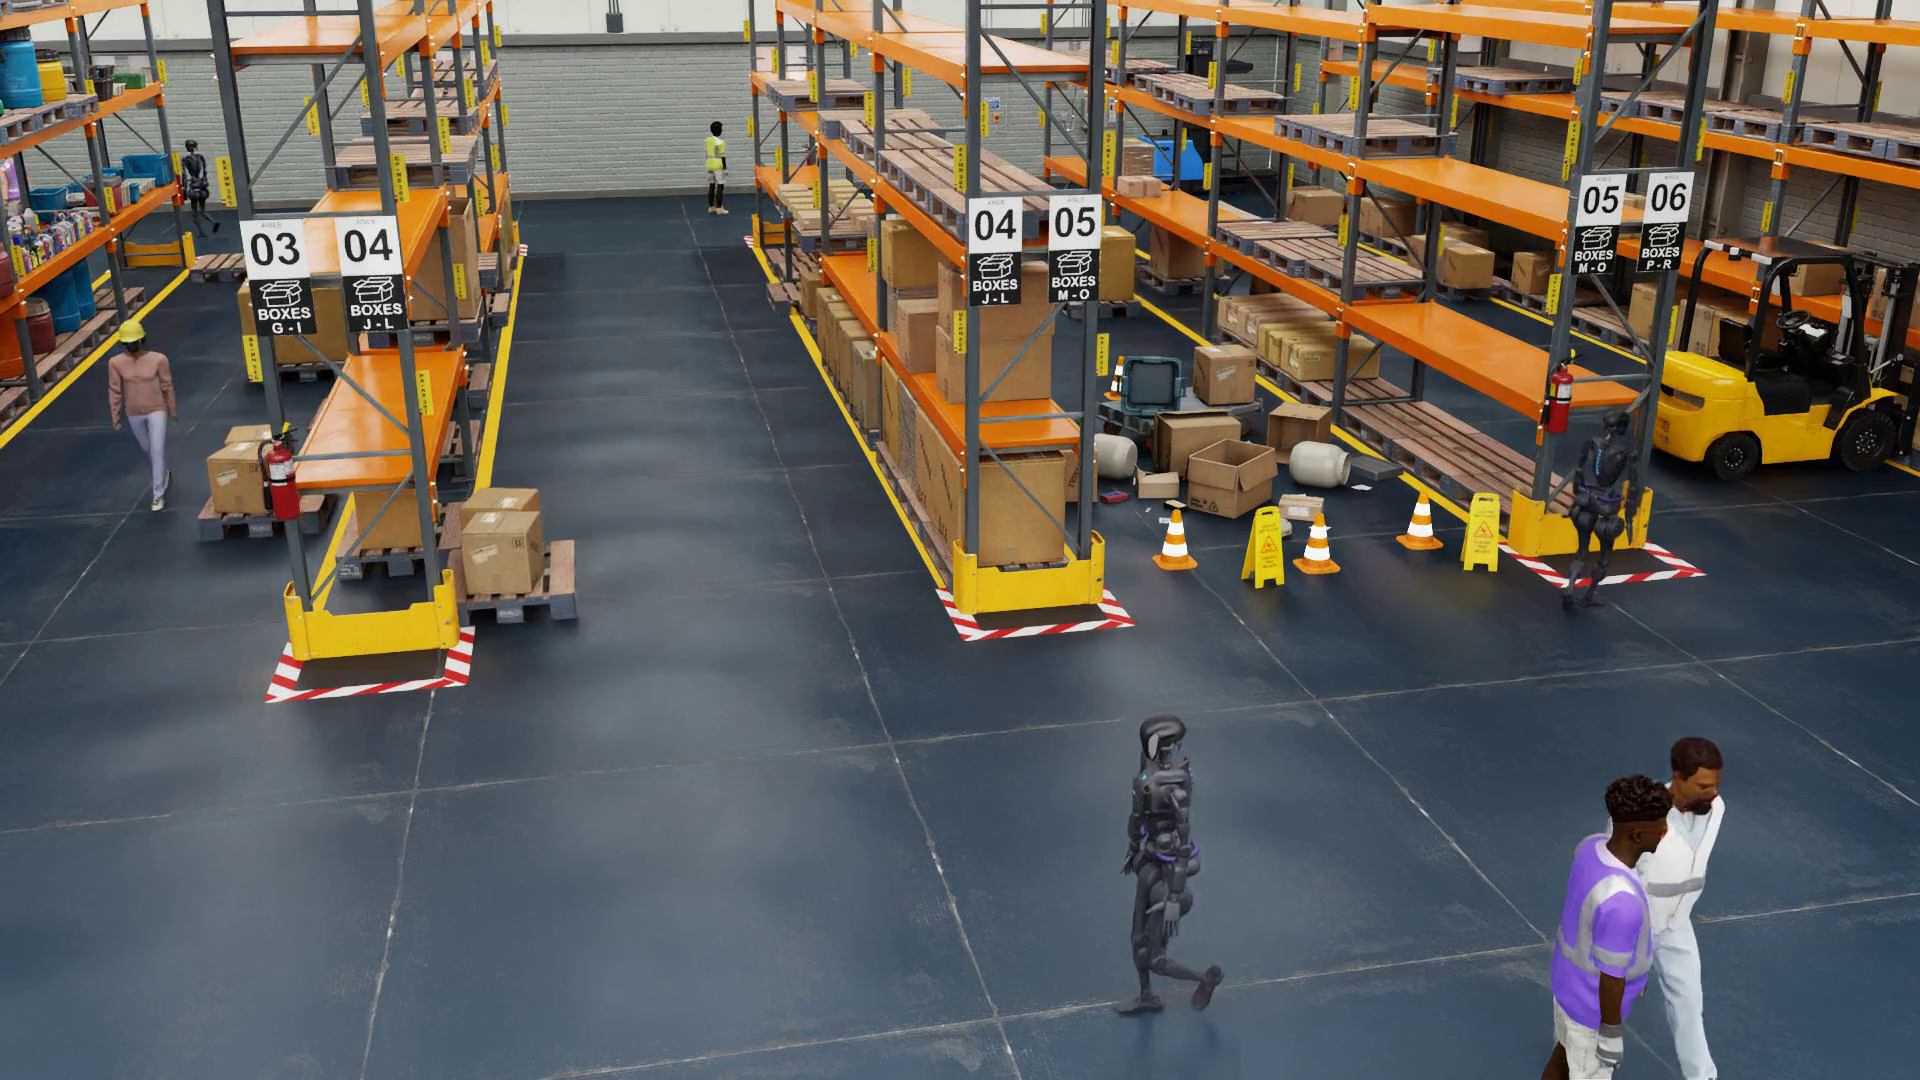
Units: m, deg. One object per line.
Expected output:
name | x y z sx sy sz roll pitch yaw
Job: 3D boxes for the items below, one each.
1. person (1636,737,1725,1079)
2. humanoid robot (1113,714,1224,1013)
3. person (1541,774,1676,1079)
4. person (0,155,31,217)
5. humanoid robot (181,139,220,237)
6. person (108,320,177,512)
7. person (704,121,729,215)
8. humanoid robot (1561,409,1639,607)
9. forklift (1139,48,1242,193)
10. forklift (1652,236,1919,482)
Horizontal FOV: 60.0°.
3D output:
person | 3.089 1.727 7.258 0.606 1.861 1.036 -9 22 -22
humanoid robot | 1.019 1.559 7.980 0.500 1.636 0.613 -6 21 -15
person | 2.610 1.847 6.810 0.369 1.959 0.602 3 21 9
person | -15.368 -5.563 27.148 0.348 1.688 0.492 11 23 27
humanoid robot | -12.968 -5.977 28.282 0.430 1.648 0.585 7 21 17
person | -7.514 -1.203 15.346 0.535 1.724 0.887 -4 21 -10
person | -4.473 -6.830 30.557 0.537 1.686 0.321 17 26 38
humanoid robot | 4.906 -0.233 12.829 0.487 1.632 0.608 -13 24 -32
forklift | 4.566 -8.313 32.860 1.873 2.768 1.129 -4 21 -12
forklift | 8.013 -1.814 16.330 2.313 2.155 1.214 -4 21 -12
